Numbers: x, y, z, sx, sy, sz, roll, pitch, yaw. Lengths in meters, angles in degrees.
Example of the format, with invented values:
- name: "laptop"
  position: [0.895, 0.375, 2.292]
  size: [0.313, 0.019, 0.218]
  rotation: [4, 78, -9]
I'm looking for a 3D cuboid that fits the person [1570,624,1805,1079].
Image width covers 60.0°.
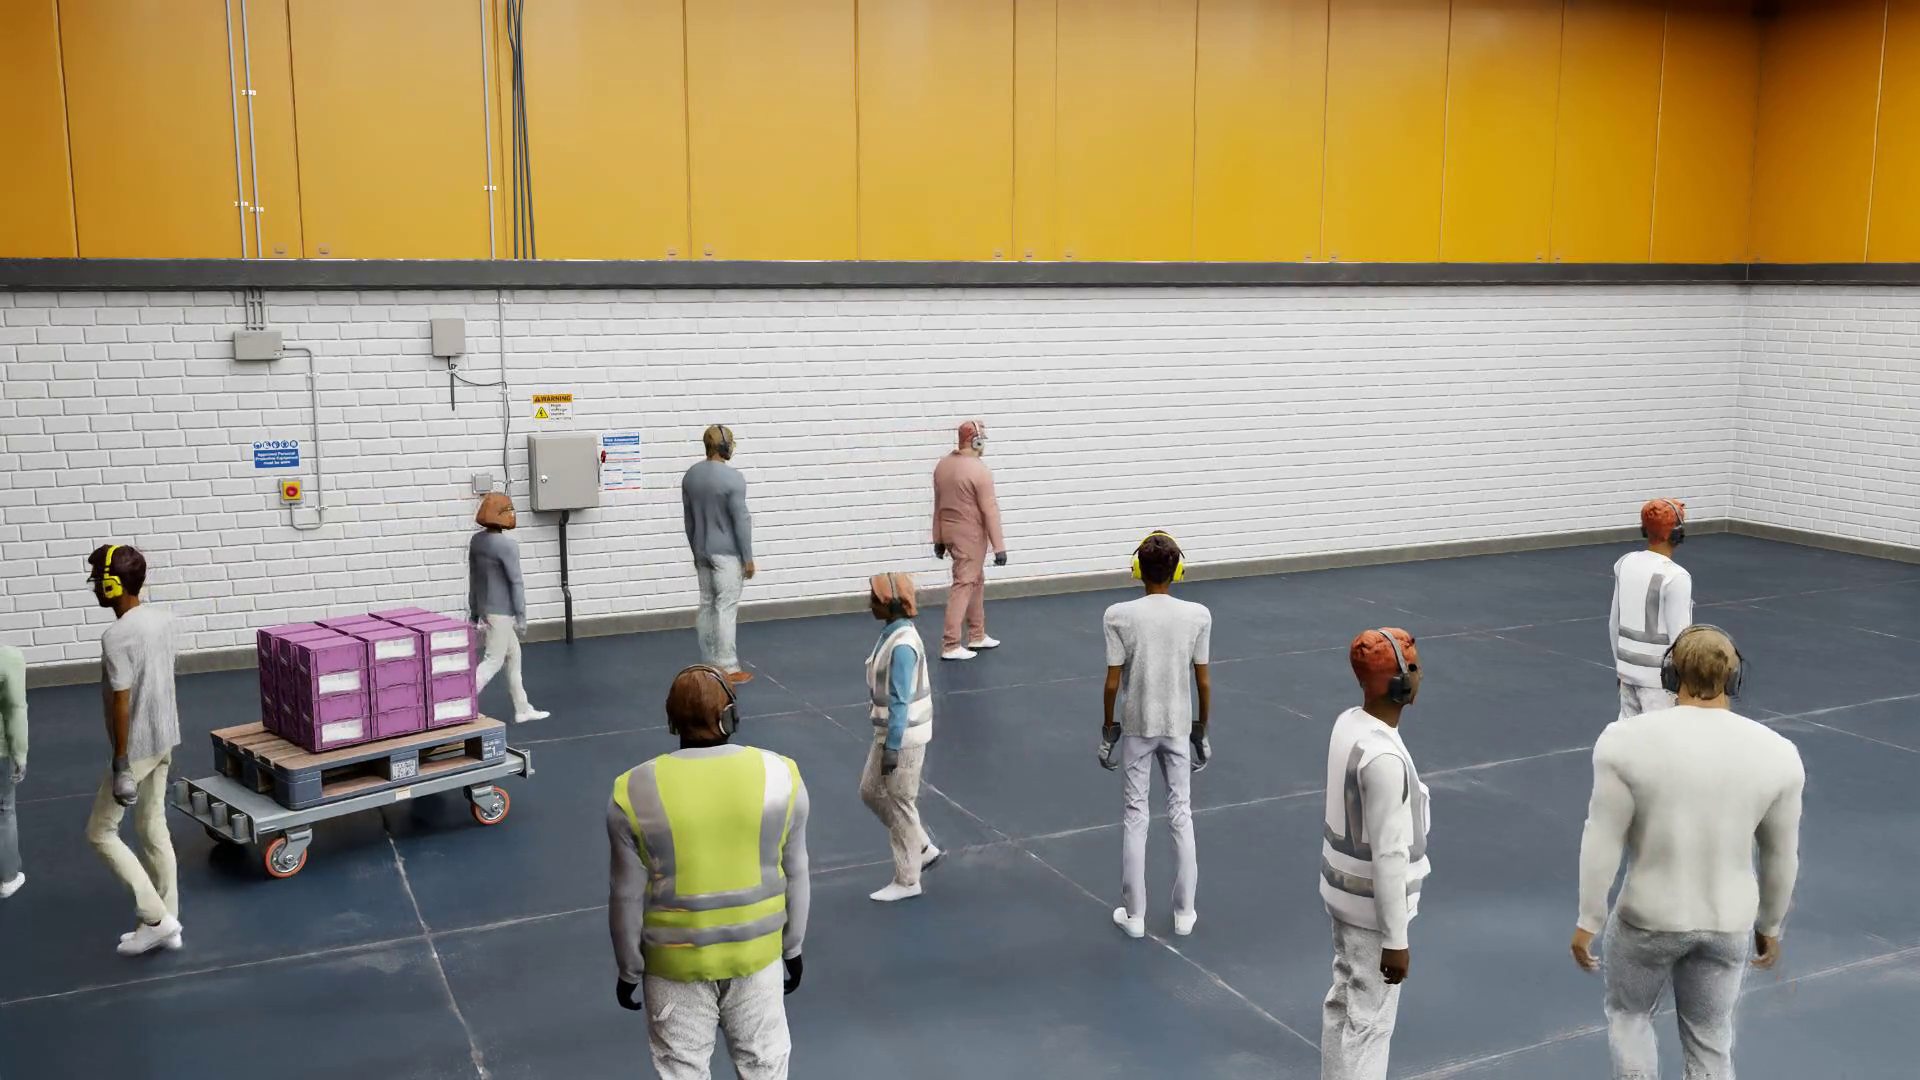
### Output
- name: "person"
  position: [2.327, 1.228, 5.355]
  size: [0.691, 1.914, 0.473]
  rotation: [1, 9, 9]

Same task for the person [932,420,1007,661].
- name: "person"
  position: [0.152, 0.000, 13.059]
  size: [0.792, 1.874, 0.667]
  rotation: [-6, 11, -33]

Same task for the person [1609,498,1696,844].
- name: "person"
  position: [3.585, 0.717, 8.604]
  size: [0.344, 1.882, 0.584]
  rotation: [-2, 9, -11]

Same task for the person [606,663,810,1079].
- name: "person"
  position: [-0.778, 1.291, 5.185]
  size: [0.624, 1.841, 0.430]
  rotation: [-3, 10, -18]

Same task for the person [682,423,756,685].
- name: "person"
  position: [-1.769, 0.104, 12.245]
  size: [0.637, 1.937, 0.358]
  rotation: [8, 12, 40]

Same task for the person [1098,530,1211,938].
- name: "person"
  position: [0.889, 0.885, 7.606]
  size: [0.516, 1.871, 0.325]
  rotation: [0, 9, -2]

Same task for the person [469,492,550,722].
- name: "person"
  position: [-3.092, 0.483, 10.931]
  size: [0.802, 1.607, 0.514]
  rotation: [-9, 13, -44]

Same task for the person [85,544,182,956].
- name: "person"
  position: [-3.654, 0.932, 7.356]
  size: [0.382, 1.853, 0.570]
  rotation: [1, 9, 5]

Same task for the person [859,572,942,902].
- name: "person"
  position: [-0.310, 0.950, 7.963]
  size: [0.359, 1.624, 0.511]
  rotation: [-2, 9, -11]

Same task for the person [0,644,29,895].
- name: "person"
  position: [-4.613, 1.003, 7.761]
  size: [0.498, 1.592, 0.862]
  rotation: [-4, 10, -22]

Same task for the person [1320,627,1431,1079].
- name: "person"
  position: [1.377, 1.216, 5.511]
  size: [0.353, 1.884, 0.578]
  rotation: [0, 9, 0]
